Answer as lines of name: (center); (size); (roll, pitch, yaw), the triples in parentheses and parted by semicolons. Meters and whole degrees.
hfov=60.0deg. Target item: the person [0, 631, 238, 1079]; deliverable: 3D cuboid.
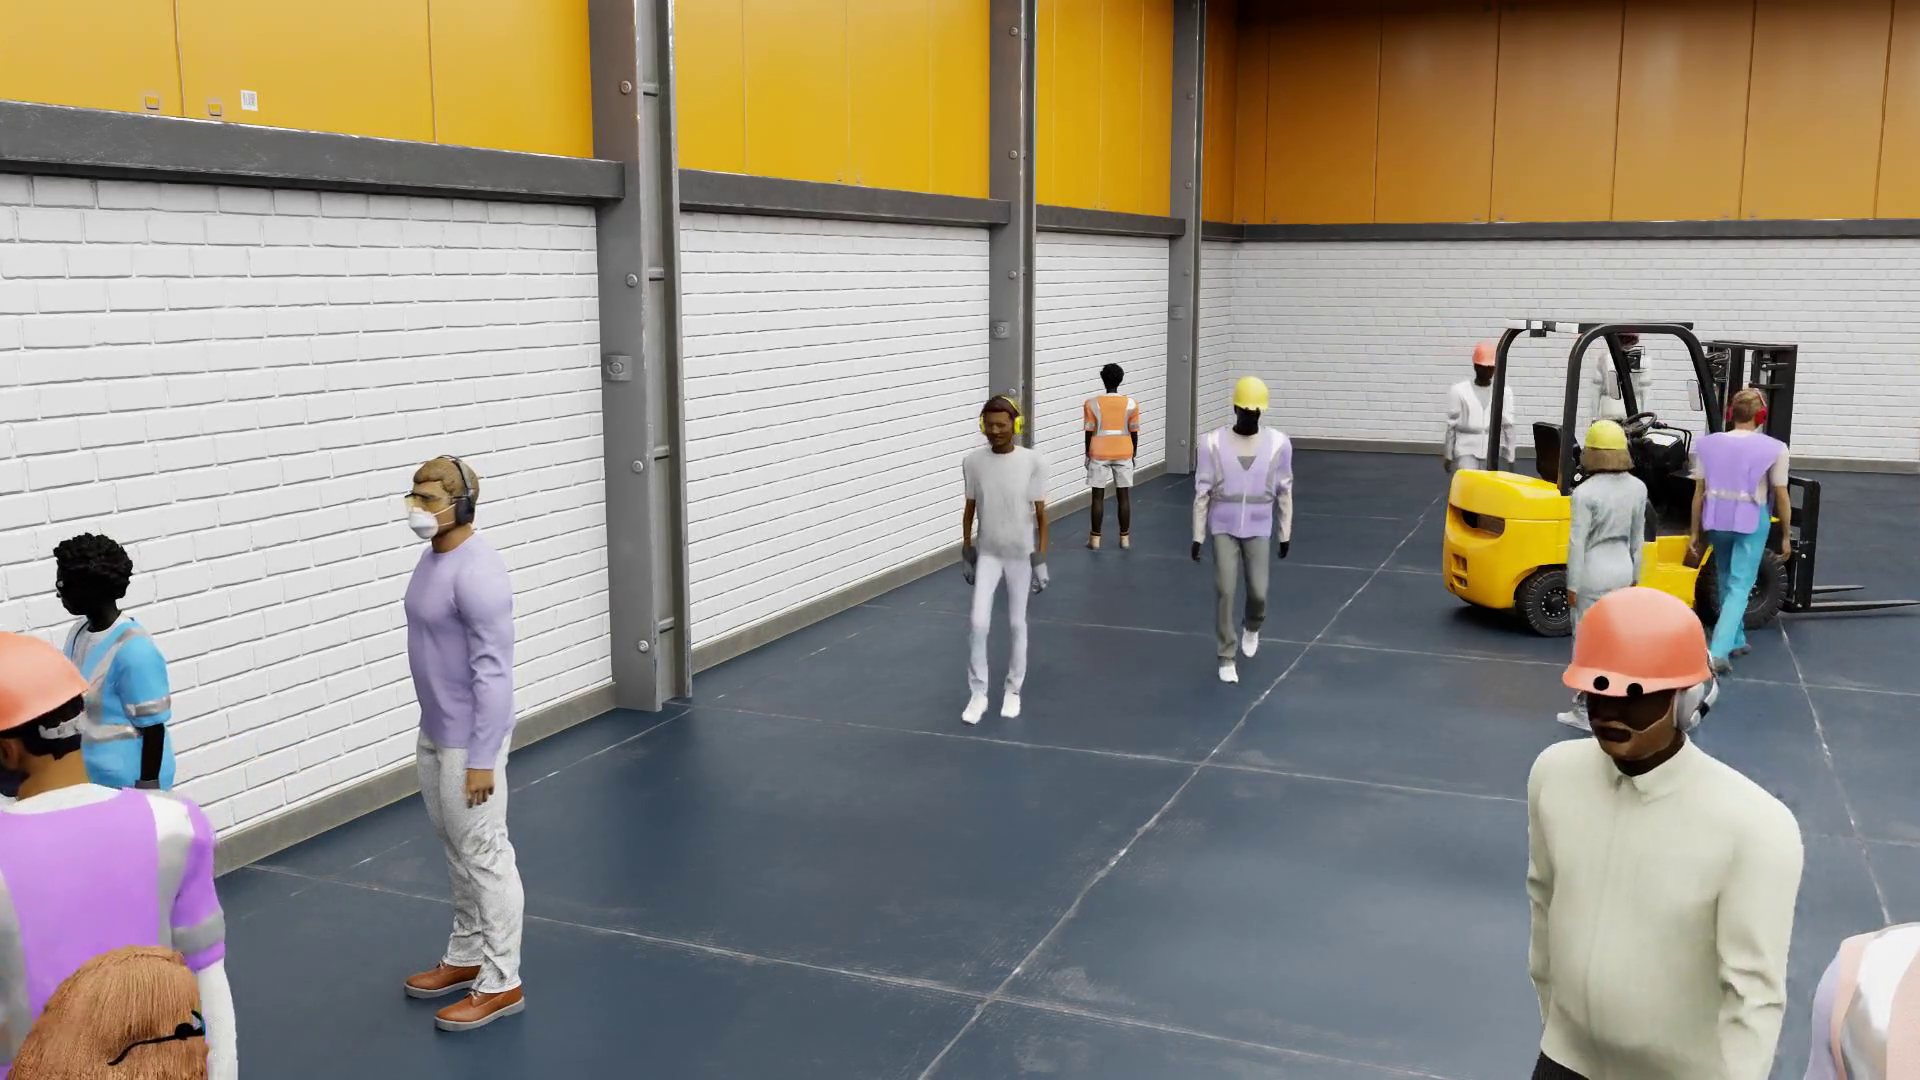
person: (-1.619, 1.114, 3.149); (0.801, 1.900, 0.549); (8, 12, 41)

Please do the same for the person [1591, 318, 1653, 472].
person: (6.960, -1.328, 17.579); (0.608, 2.025, 0.665); (6, 11, 34)

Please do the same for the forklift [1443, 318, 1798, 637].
forklift: (4.706, -0.497, 11.990); (2.313, 2.155, 1.214); (-2, 10, -10)

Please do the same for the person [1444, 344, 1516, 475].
person: (4.540, -0.751, 14.456); (0.565, 1.882, 0.977); (0, 9, 2)

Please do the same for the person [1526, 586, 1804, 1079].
person: (1.296, 1.060, 3.280); (0.983, 1.946, 0.627); (-7, 12, -37)

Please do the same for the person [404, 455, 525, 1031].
person: (-1.704, 0.675, 5.656); (0.366, 1.940, 0.635); (-6, 11, -34)

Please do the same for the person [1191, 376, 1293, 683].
person: (1.754, -0.085, 10.382); (0.618, 1.902, 0.616); (1, 9, 4)

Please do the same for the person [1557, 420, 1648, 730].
person: (3.526, 0.210, 9.084); (0.501, 1.730, 0.459); (-4, 10, -21)

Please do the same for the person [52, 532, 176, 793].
person: (-2.810, 0.811, 5.555); (0.539, 1.698, 0.318); (8, 12, 40)

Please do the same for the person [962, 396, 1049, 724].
person: (0.247, 0.119, 9.319); (0.522, 1.846, 0.649); (1, 9, 9)

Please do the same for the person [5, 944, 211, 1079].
person: (-1.149, 1.366, 2.493); (0.830, 1.586, 0.515); (-8, 12, -38)

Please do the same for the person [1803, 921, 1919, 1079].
person: (1.507, 1.255, 2.443); (0.627, 1.844, 0.429); (9, 13, 42)

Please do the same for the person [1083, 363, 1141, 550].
person: (1.374, -0.754, 15.077); (0.525, 1.689, 0.320); (-1, 9, -6)

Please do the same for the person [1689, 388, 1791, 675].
person: (4.960, -0.068, 10.587); (0.940, 1.801, 0.582); (-8, 12, -40)

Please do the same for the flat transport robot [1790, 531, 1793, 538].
flat transport robot: (6.853, -0.071, 15.219); (0.652, 0.197, 1.431); (-3, 10, -17)
